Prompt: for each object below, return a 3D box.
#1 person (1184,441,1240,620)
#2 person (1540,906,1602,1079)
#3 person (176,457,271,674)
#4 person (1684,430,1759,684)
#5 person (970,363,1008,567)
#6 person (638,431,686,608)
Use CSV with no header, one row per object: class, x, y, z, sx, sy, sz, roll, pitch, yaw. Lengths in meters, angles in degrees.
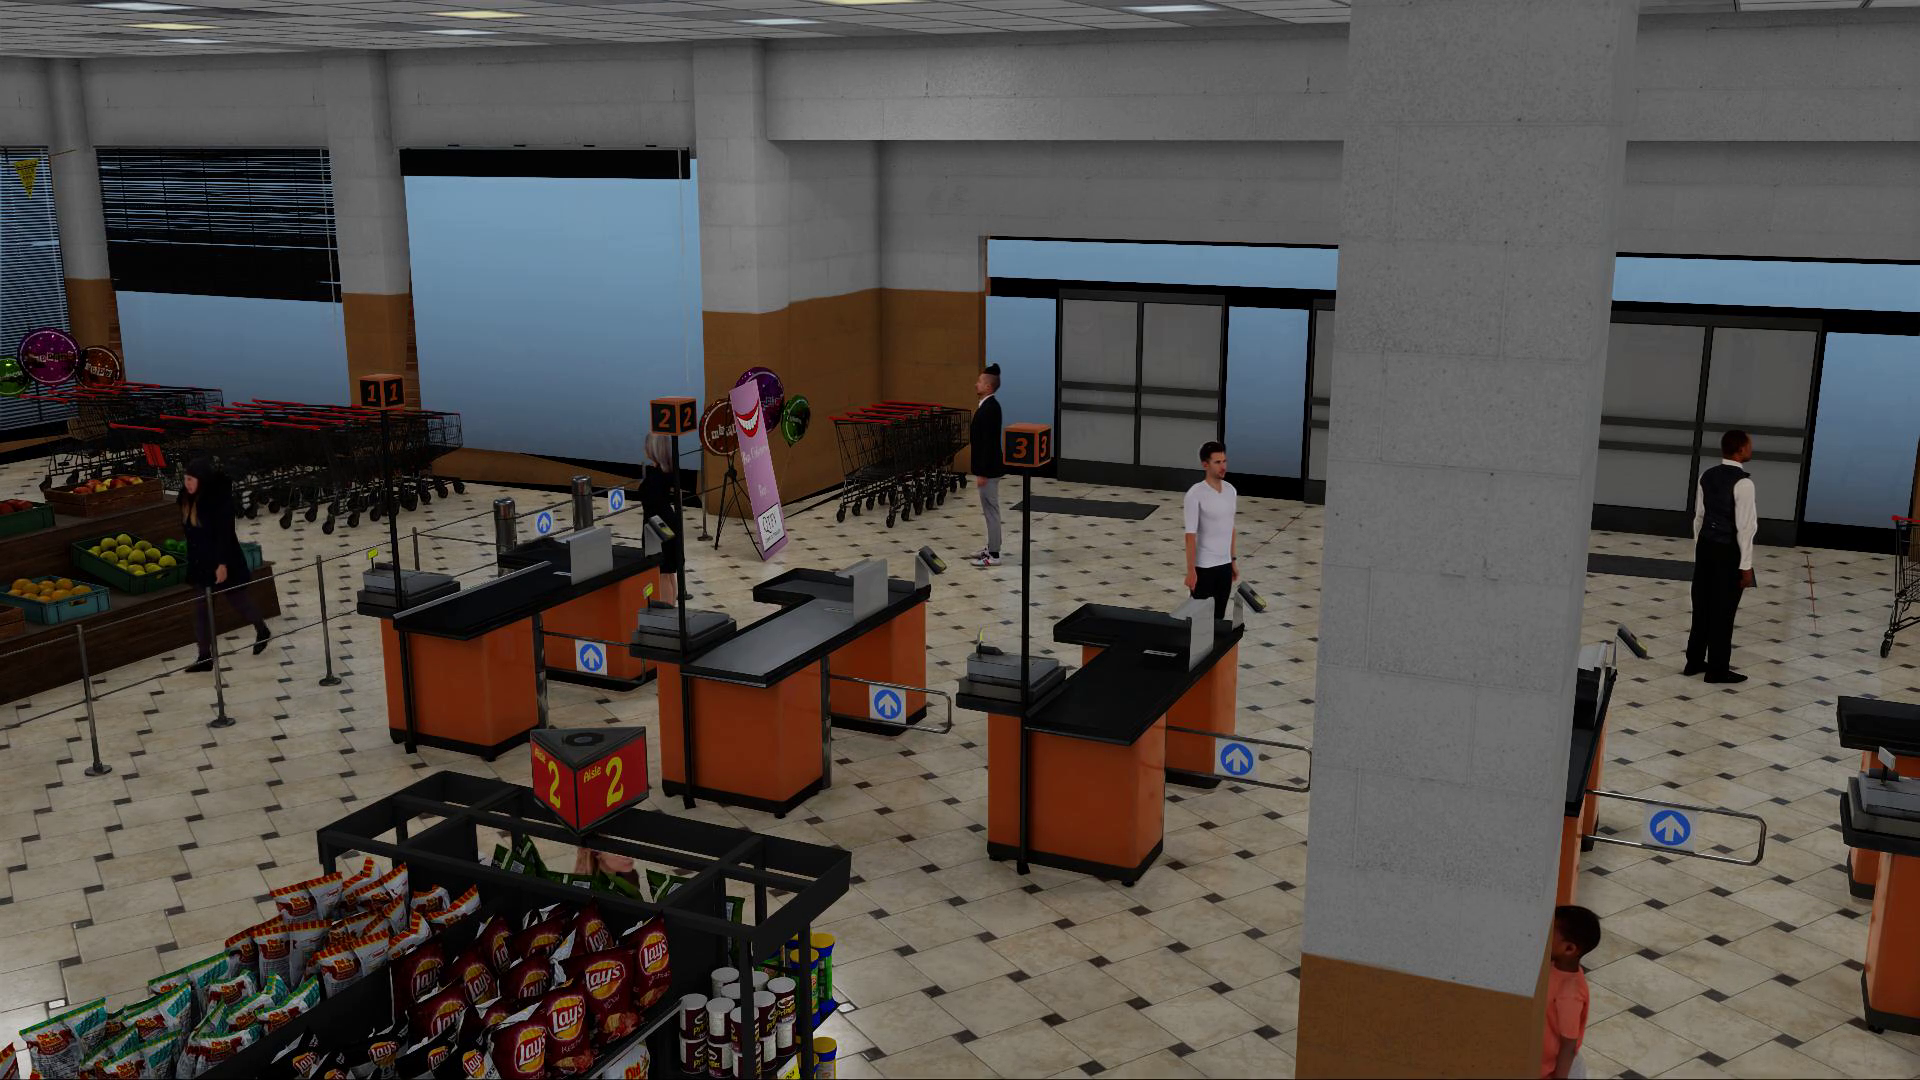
person,1.875,0.173,12.459,0.667,1.851,0.814,-10,17,-37
person,2.230,1.968,6.205,0.580,1.310,0.468,3,14,12
person,-5.678,0.181,12.872,0.733,1.640,1.108,4,14,17
person,5.748,0.115,12.555,0.831,1.919,0.765,-5,14,-18
person,0.280,-0.729,15.978,0.846,1.946,0.687,1,14,2
person,-2.439,-0.037,13.548,0.739,1.747,0.626,1,14,2
